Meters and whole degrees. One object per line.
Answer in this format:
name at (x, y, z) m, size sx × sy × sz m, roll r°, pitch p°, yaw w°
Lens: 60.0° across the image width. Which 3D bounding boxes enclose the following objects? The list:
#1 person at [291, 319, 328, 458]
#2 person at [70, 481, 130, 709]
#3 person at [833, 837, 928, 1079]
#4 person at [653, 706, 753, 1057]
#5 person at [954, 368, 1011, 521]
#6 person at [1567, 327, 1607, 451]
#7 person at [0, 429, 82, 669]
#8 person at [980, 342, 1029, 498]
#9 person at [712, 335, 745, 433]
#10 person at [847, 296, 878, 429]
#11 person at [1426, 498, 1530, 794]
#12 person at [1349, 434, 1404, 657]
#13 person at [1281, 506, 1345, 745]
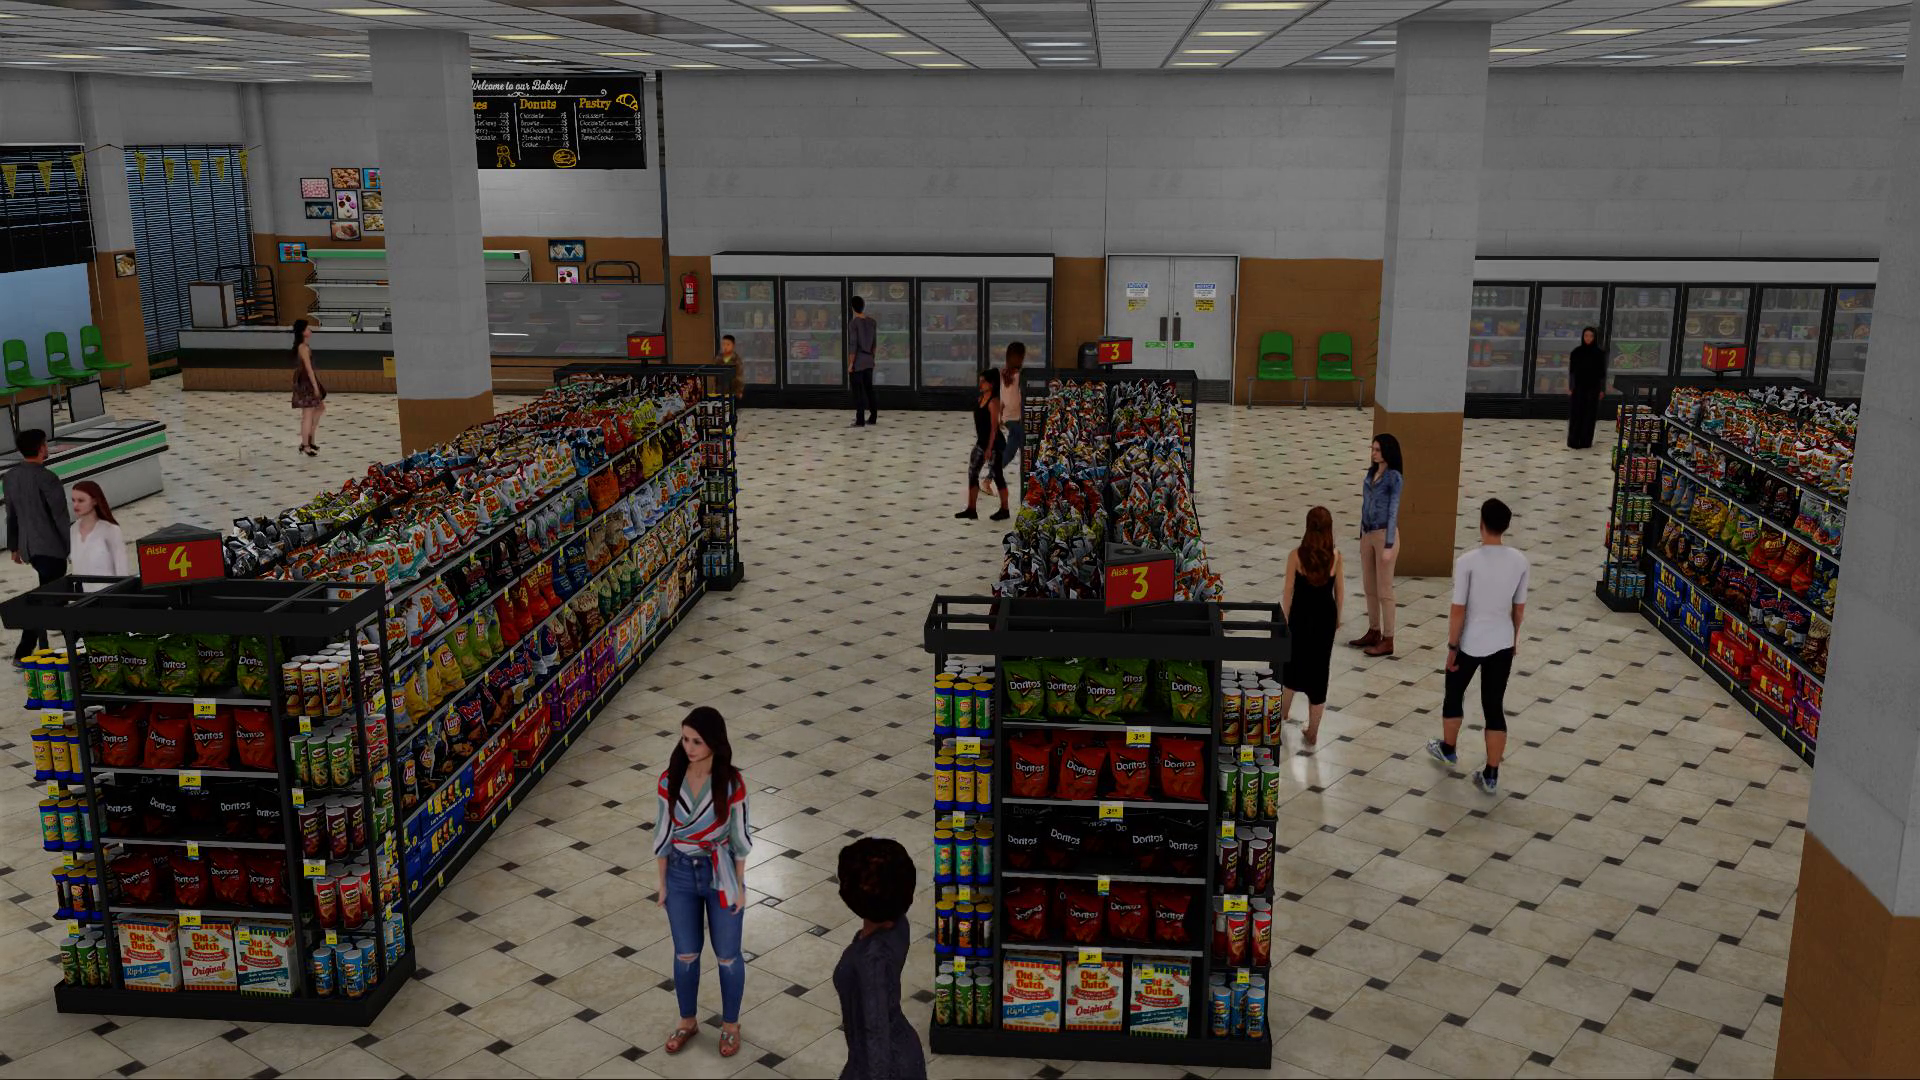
person at (-8.426, -1.920, 21.223) m, size 0.867 × 1.761 × 0.804 m, roll -8°, pitch 16°, yaw -30°
person at (-5.888, 0.449, 11.448) m, size 0.663 × 1.765 × 0.683 m, roll 4°, pitch 14°, yaw 18°
person at (-0.182, 1.867, 5.798) m, size 0.766 × 1.672 × 1.072 m, roll 3°, pitch 14°, yaw 13°
person at (-1.137, 1.506, 7.415) m, size 0.586 × 1.612 × 0.500 m, roll 2°, pitch 14°, yaw 7°
person at (0.391, -1.008, 17.715) m, size 0.908 × 1.642 × 0.900 m, roll -7°, pitch 15°, yaw -27°
person at (8.257, -1.999, 21.880) m, size 0.848 × 1.606 × 1.159 m, roll 6°, pitch 15°, yaw 22°
person at (-7.047, 0.108, 12.704) m, size 0.900 × 1.835 × 1.252 m, roll 5°, pitch 14°, yaw 19°
person at (0.542, -1.309, 18.738) m, size 1.074 × 1.745 × 1.180 m, roll -7°, pitch 15°, yaw -26°
person at (-3.103, -2.018, 22.321) m, size 0.595 × 1.434 × 0.958 m, roll 2°, pitch 14°, yaw 7°
person at (-1.379, -2.519, 23.502) m, size 0.804 × 1.851 × 0.705 m, roll 12°, pitch 18°, yaw 41°
person at (3.300, 0.684, 10.346) m, size 0.822 × 1.828 × 1.037 m, roll -2°, pitch 14°, yaw -7°
person at (3.333, 0.031, 13.155) m, size 0.732 × 1.773 × 0.623 m, roll -5°, pitch 14°, yaw -19°
person at (2.380, 0.597, 11.185) m, size 0.678 × 1.602 × 0.922 m, roll -1°, pitch 14°, yaw -3°
